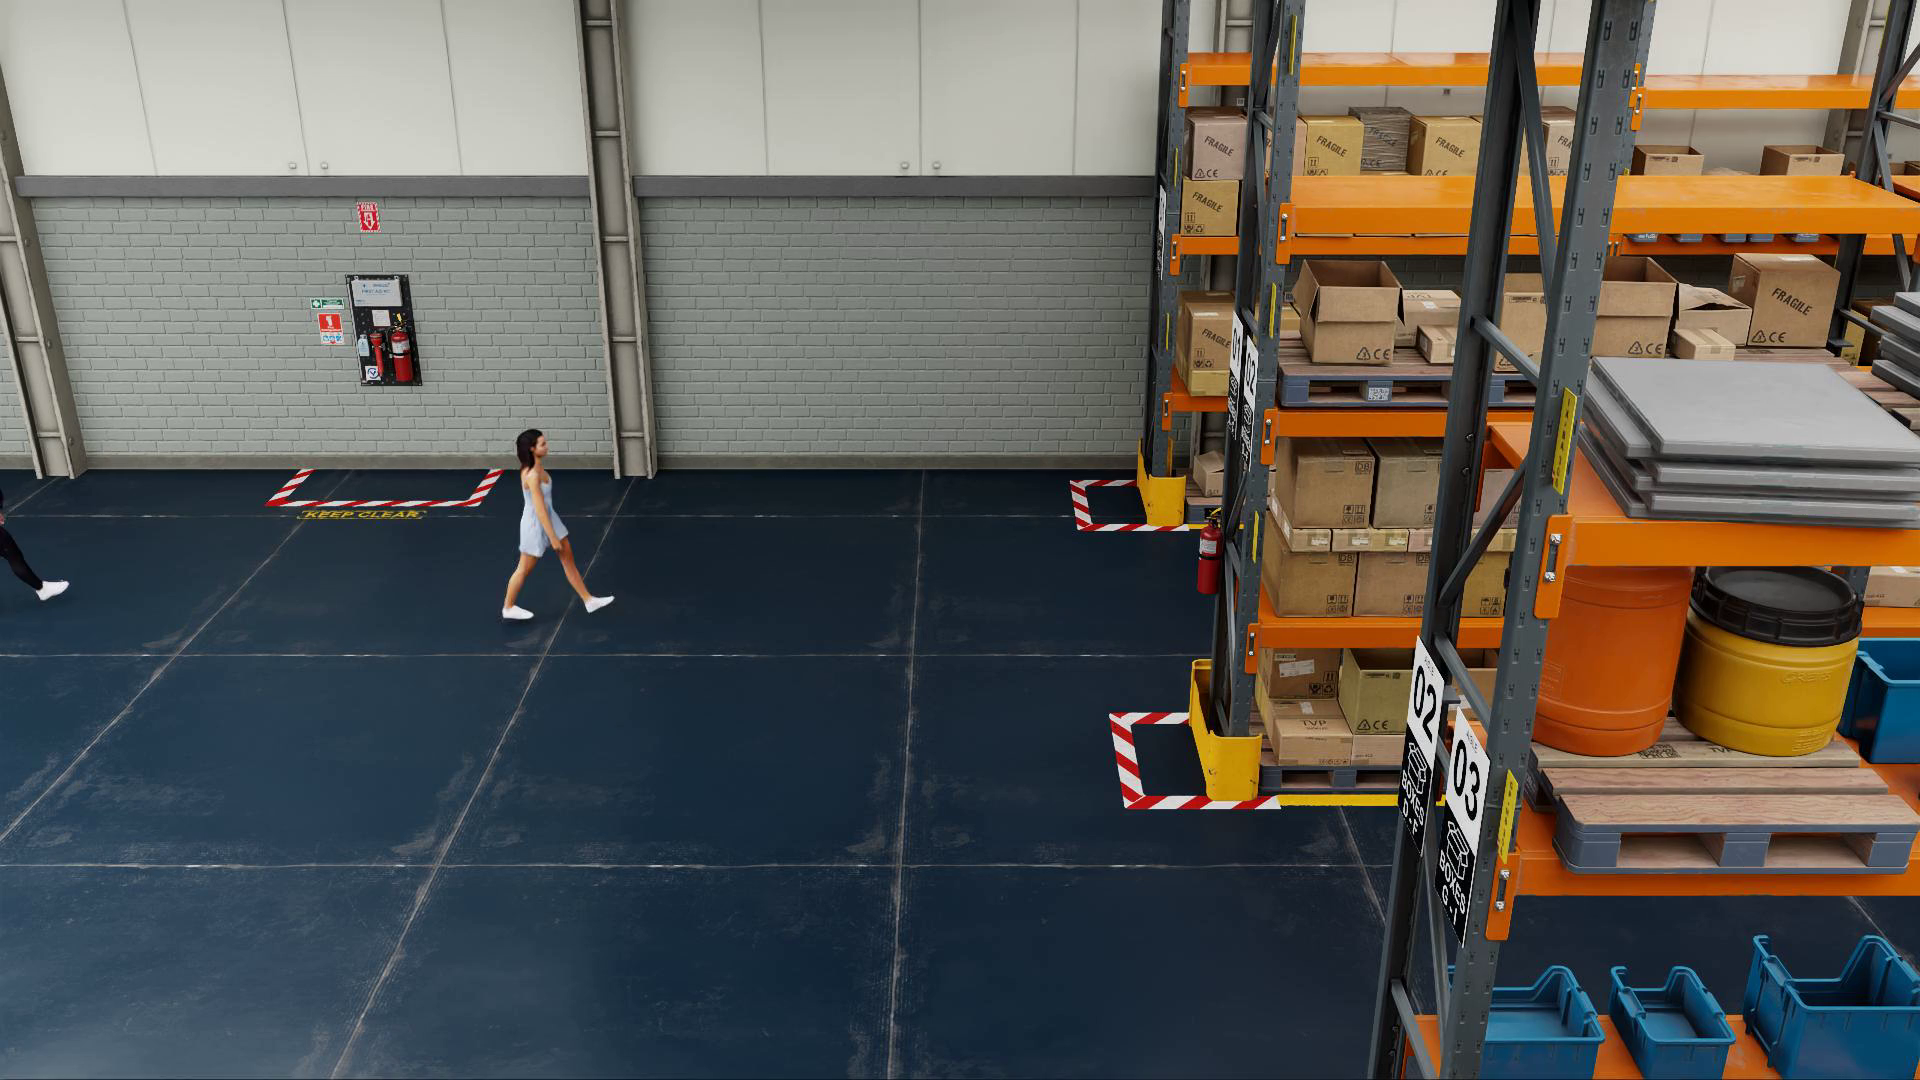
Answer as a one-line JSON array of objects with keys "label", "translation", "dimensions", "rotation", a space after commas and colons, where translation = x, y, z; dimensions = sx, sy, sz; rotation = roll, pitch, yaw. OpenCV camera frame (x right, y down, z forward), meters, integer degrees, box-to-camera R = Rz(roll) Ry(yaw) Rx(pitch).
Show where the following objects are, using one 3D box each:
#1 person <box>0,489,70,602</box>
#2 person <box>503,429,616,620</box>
[{"label": "person", "translation": [-8.271, -0.089, 13.924], "dimensions": [1.189, 1.588, 0.982], "rotation": [-13, 26, -28]}, {"label": "person", "translation": [-3.570, -0.071, 13.773], "dimensions": [1.188, 1.674, 0.704], "rotation": [-3, 23, -7]}]
